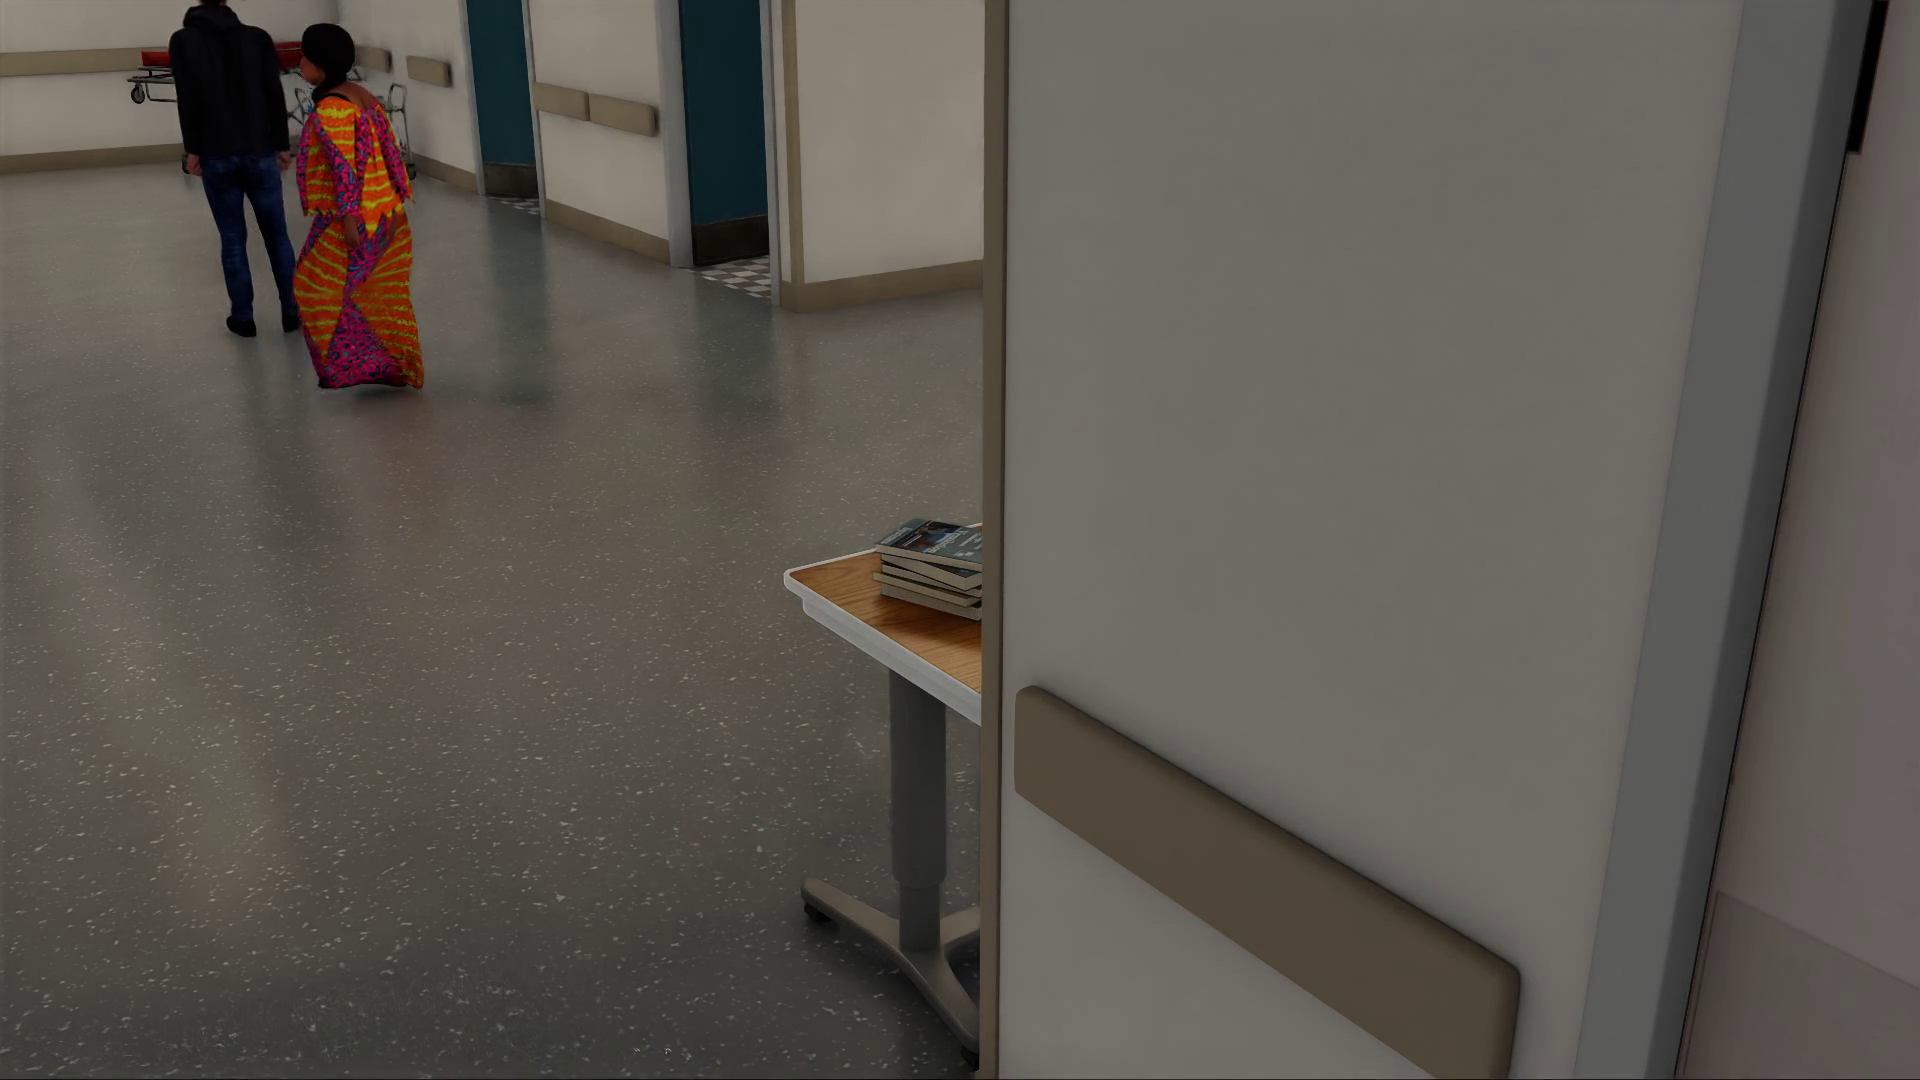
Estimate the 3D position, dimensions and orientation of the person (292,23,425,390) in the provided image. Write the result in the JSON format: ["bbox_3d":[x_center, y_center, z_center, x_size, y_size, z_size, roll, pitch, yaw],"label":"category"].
[{"bbox_3d":[-2.712,-1.495,7.594,0.905,1.652,0.849,2,21,4],"label":"person"}]

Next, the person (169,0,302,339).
[{"bbox_3d":[-3.759,-2.017,8.655,0.682,1.891,0.569,-12,24,-29],"label":"person"}]
